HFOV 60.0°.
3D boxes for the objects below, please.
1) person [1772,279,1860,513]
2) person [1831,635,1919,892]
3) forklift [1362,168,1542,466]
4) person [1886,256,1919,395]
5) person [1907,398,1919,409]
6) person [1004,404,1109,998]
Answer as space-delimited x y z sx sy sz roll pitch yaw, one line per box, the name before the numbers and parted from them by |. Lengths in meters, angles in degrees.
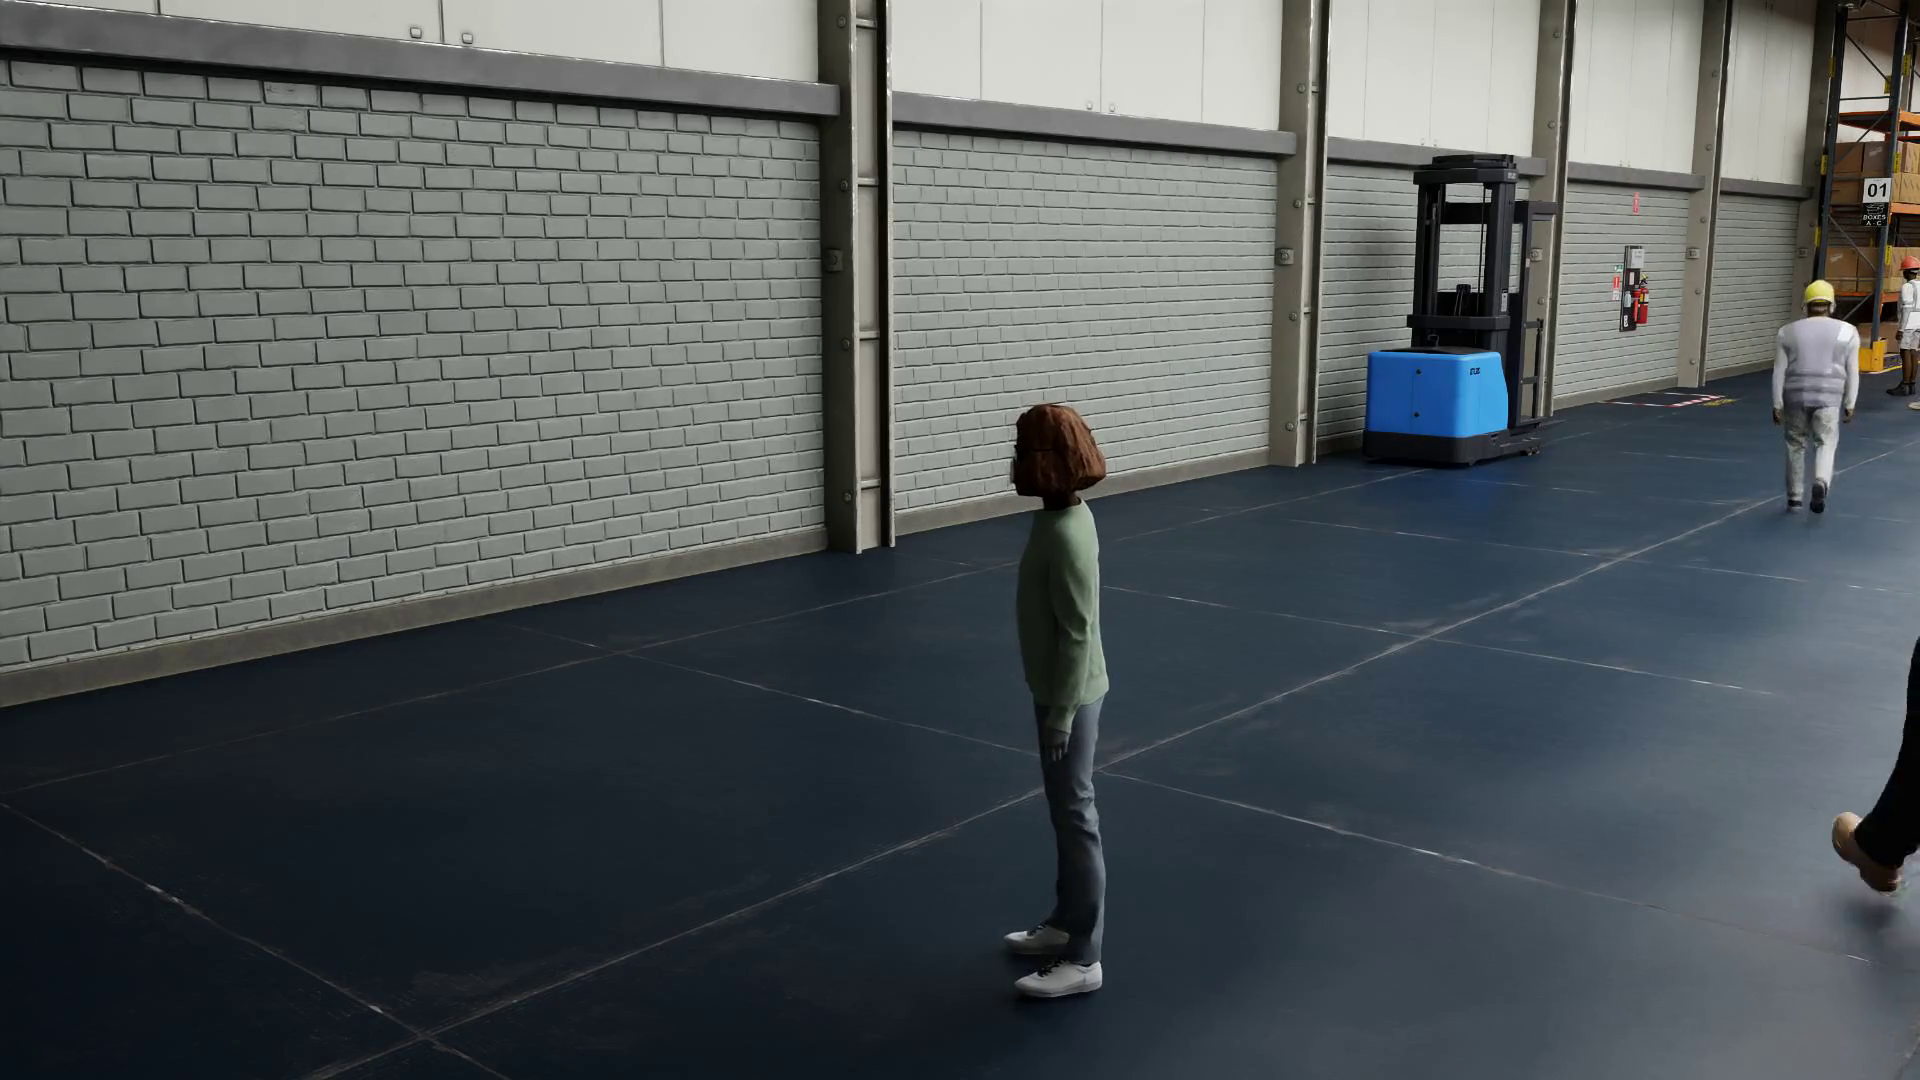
person | 6.559 -1.086 12.786 0.599 1.817 0.678 5 11 27
person | 3.115 0.197 4.958 0.707 2.000 0.975 0 10 0
forklift | 4.875 -2.212 16.287 1.129 2.768 1.873 8 13 40
person | 13.336 -3.013 23.422 0.545 1.933 0.376 -8 13 -38
person | 12.401 -2.586 21.124 0.356 1.886 0.574 0 10 1
person | 0.269 0.441 4.607 0.281 1.633 0.501 0 10 0
